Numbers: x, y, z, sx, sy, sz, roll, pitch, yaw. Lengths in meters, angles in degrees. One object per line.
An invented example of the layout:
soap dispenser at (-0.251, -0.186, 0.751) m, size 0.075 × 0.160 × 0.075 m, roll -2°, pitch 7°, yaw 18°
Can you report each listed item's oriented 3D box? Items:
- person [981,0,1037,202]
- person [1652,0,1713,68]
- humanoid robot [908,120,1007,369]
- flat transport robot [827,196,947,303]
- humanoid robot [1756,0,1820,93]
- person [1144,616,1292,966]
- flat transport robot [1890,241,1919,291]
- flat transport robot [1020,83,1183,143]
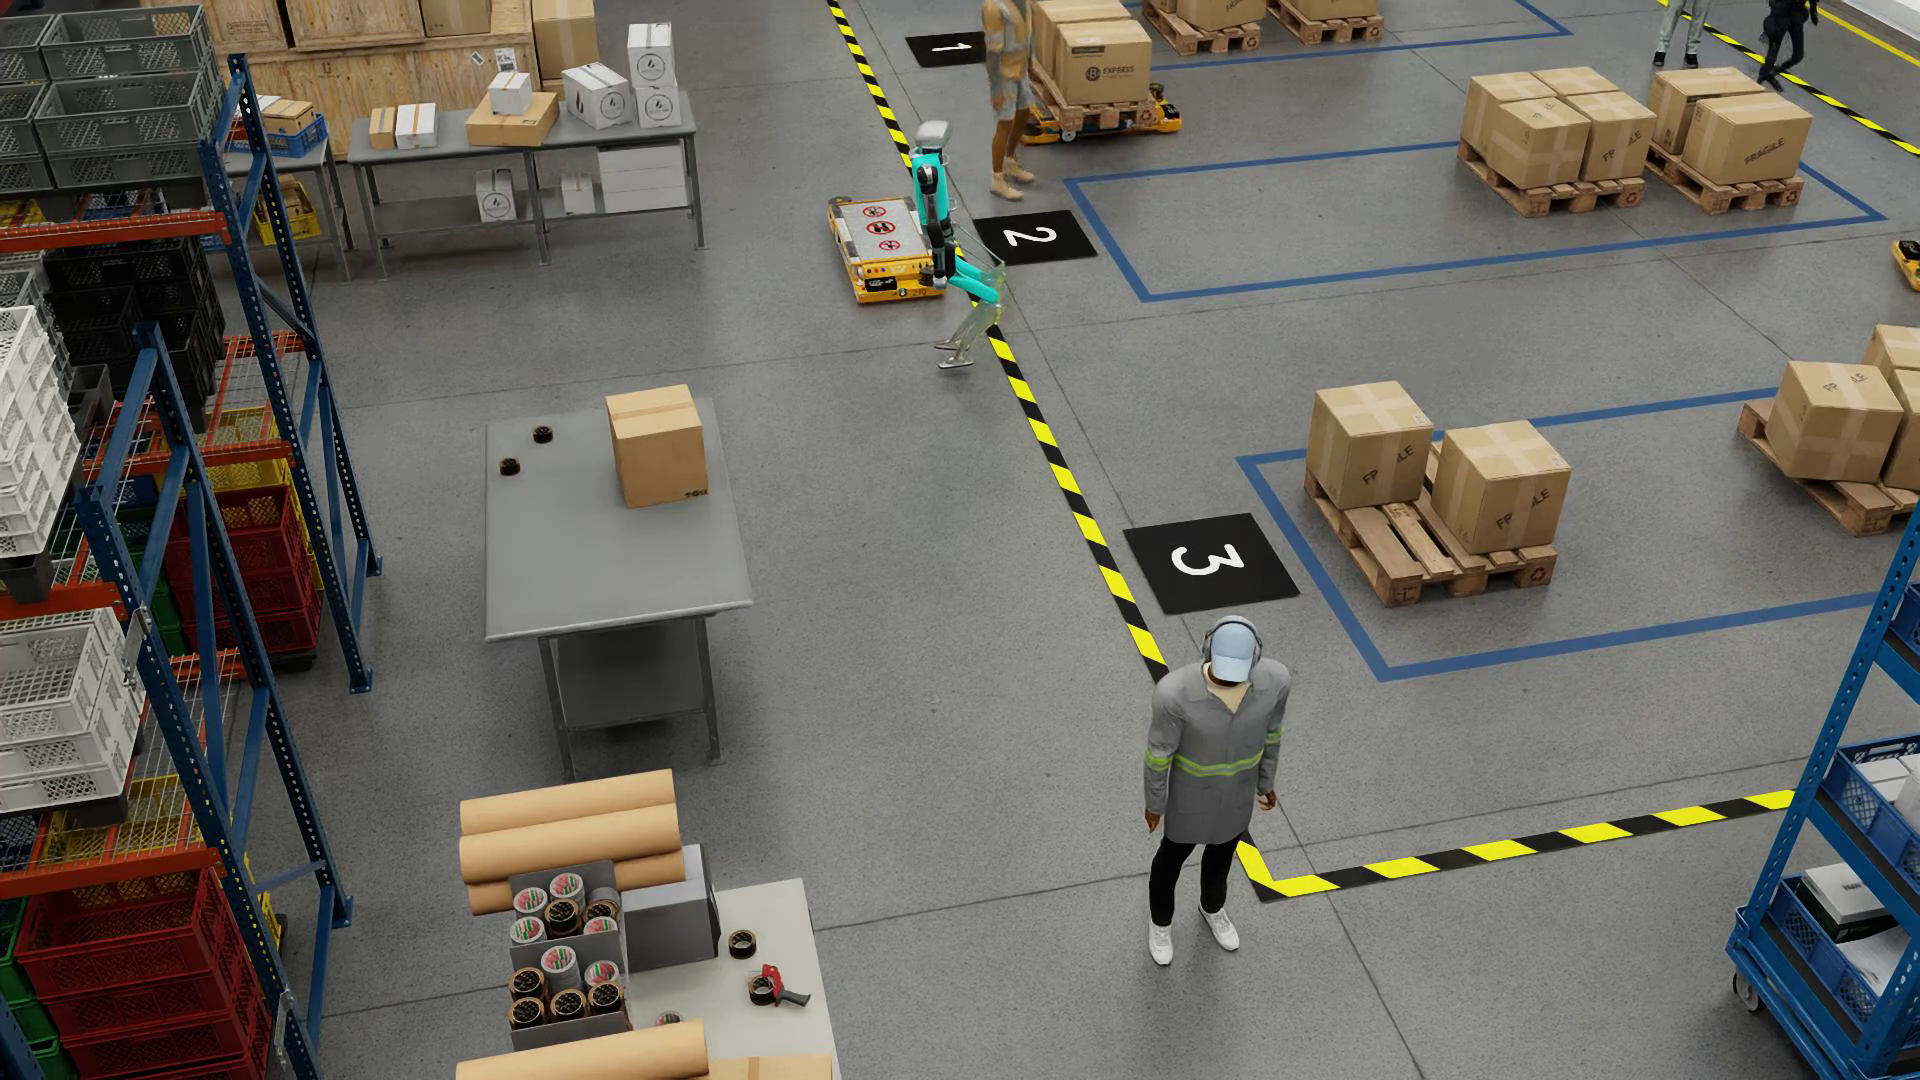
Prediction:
person at (0.387, -3.645, 12.984) m, size 0.484 × 2.020 × 0.661 m, roll 20°, pitch 41°, yaw 25°
person at (6.832, -5.285, 15.341) m, size 0.599 × 1.835 × 0.403 m, roll 7°, pitch 37°, yaw 9°
humanoid robot at (0.045, -1.897, 10.764) m, size 0.735 × 1.673 × 0.533 m, roll -1°, pitch 37°, yaw -1°
flat transport robot at (-0.570, -2.220, 12.538) m, size 0.659 × 0.231 × 1.431 m, roll -8°, pitch 37°, yaw -10°
humanoid robot at (7.313, -4.647, 14.628) m, size 0.630 × 1.626 × 0.455 m, roll -18°, pitch 40°, yaw -22°
person at (1.043, 1.033, 6.839) m, size 0.597 × 1.849 × 0.387 m, roll -9°, pitch 37°, yaw -11°
flat transport robot at (7.721, -2.014, 12.237) m, size 1.431 × 0.197 × 0.652 m, roll 6°, pitch 37°, yaw 7°
flat transport robot at (1.175, -3.749, 14.569) m, size 1.431 × 0.197 × 0.652 m, roll -8°, pitch 37°, yaw -10°
